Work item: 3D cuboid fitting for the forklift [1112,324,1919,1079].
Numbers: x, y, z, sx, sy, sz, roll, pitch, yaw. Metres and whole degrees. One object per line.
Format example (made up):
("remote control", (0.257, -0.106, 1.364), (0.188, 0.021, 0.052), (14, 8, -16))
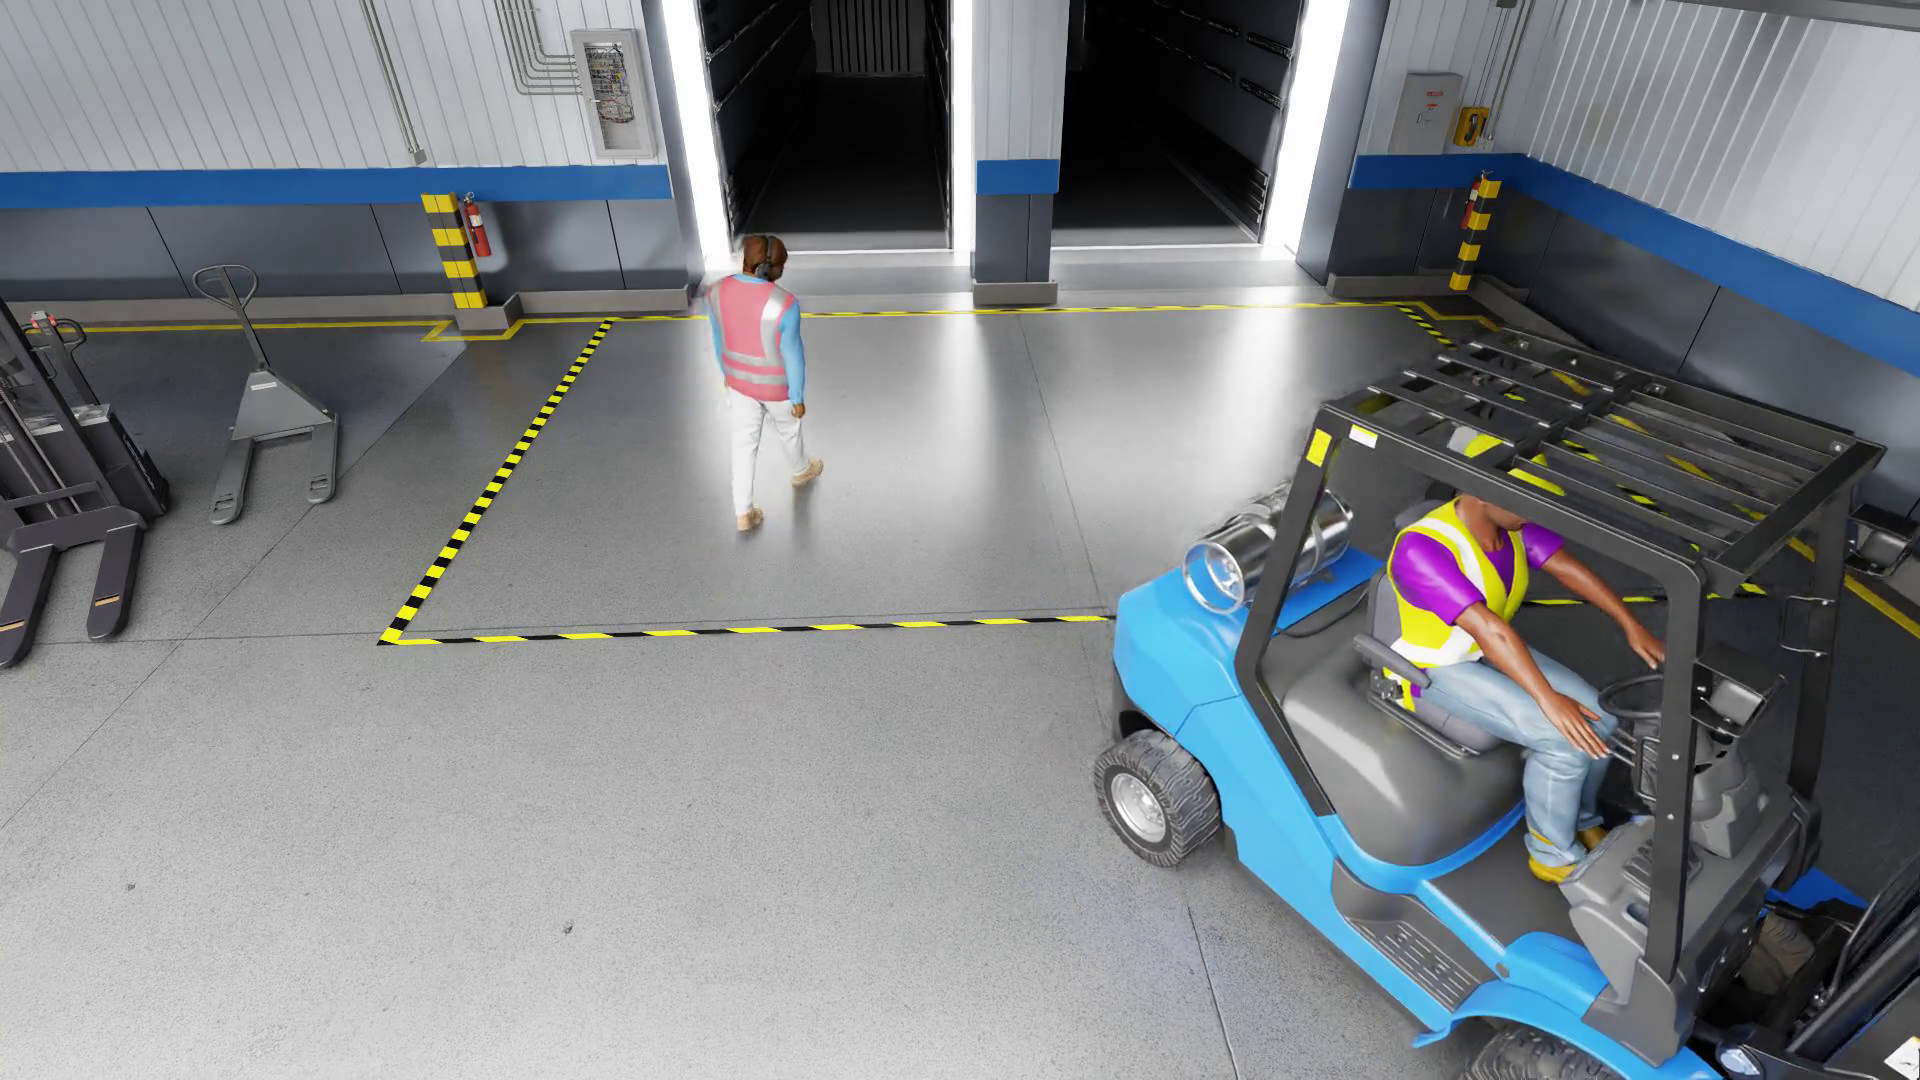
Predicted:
("forklift", (1.757, 0.518, 2.935), (1.157, 2.036, 2.680), (-22, 41, -29))

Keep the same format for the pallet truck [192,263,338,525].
("pallet truck", (-4.778, -1.027, 6.128), (0.680, 1.201, 1.601), (-17, 38, -23))

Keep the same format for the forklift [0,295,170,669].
("forklift", (-5.212, -0.618, 4.878), (0.823, 1.965, 1.885), (-20, 39, -26))

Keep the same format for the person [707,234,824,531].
("person", (-1.187, -0.974, 5.592), (0.650, 1.770, 0.978), (11, 36, 15))

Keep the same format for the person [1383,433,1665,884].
("person", (1.786, 0.395, 2.785), (0.635, 1.293, 1.004), (-22, 41, -29))
